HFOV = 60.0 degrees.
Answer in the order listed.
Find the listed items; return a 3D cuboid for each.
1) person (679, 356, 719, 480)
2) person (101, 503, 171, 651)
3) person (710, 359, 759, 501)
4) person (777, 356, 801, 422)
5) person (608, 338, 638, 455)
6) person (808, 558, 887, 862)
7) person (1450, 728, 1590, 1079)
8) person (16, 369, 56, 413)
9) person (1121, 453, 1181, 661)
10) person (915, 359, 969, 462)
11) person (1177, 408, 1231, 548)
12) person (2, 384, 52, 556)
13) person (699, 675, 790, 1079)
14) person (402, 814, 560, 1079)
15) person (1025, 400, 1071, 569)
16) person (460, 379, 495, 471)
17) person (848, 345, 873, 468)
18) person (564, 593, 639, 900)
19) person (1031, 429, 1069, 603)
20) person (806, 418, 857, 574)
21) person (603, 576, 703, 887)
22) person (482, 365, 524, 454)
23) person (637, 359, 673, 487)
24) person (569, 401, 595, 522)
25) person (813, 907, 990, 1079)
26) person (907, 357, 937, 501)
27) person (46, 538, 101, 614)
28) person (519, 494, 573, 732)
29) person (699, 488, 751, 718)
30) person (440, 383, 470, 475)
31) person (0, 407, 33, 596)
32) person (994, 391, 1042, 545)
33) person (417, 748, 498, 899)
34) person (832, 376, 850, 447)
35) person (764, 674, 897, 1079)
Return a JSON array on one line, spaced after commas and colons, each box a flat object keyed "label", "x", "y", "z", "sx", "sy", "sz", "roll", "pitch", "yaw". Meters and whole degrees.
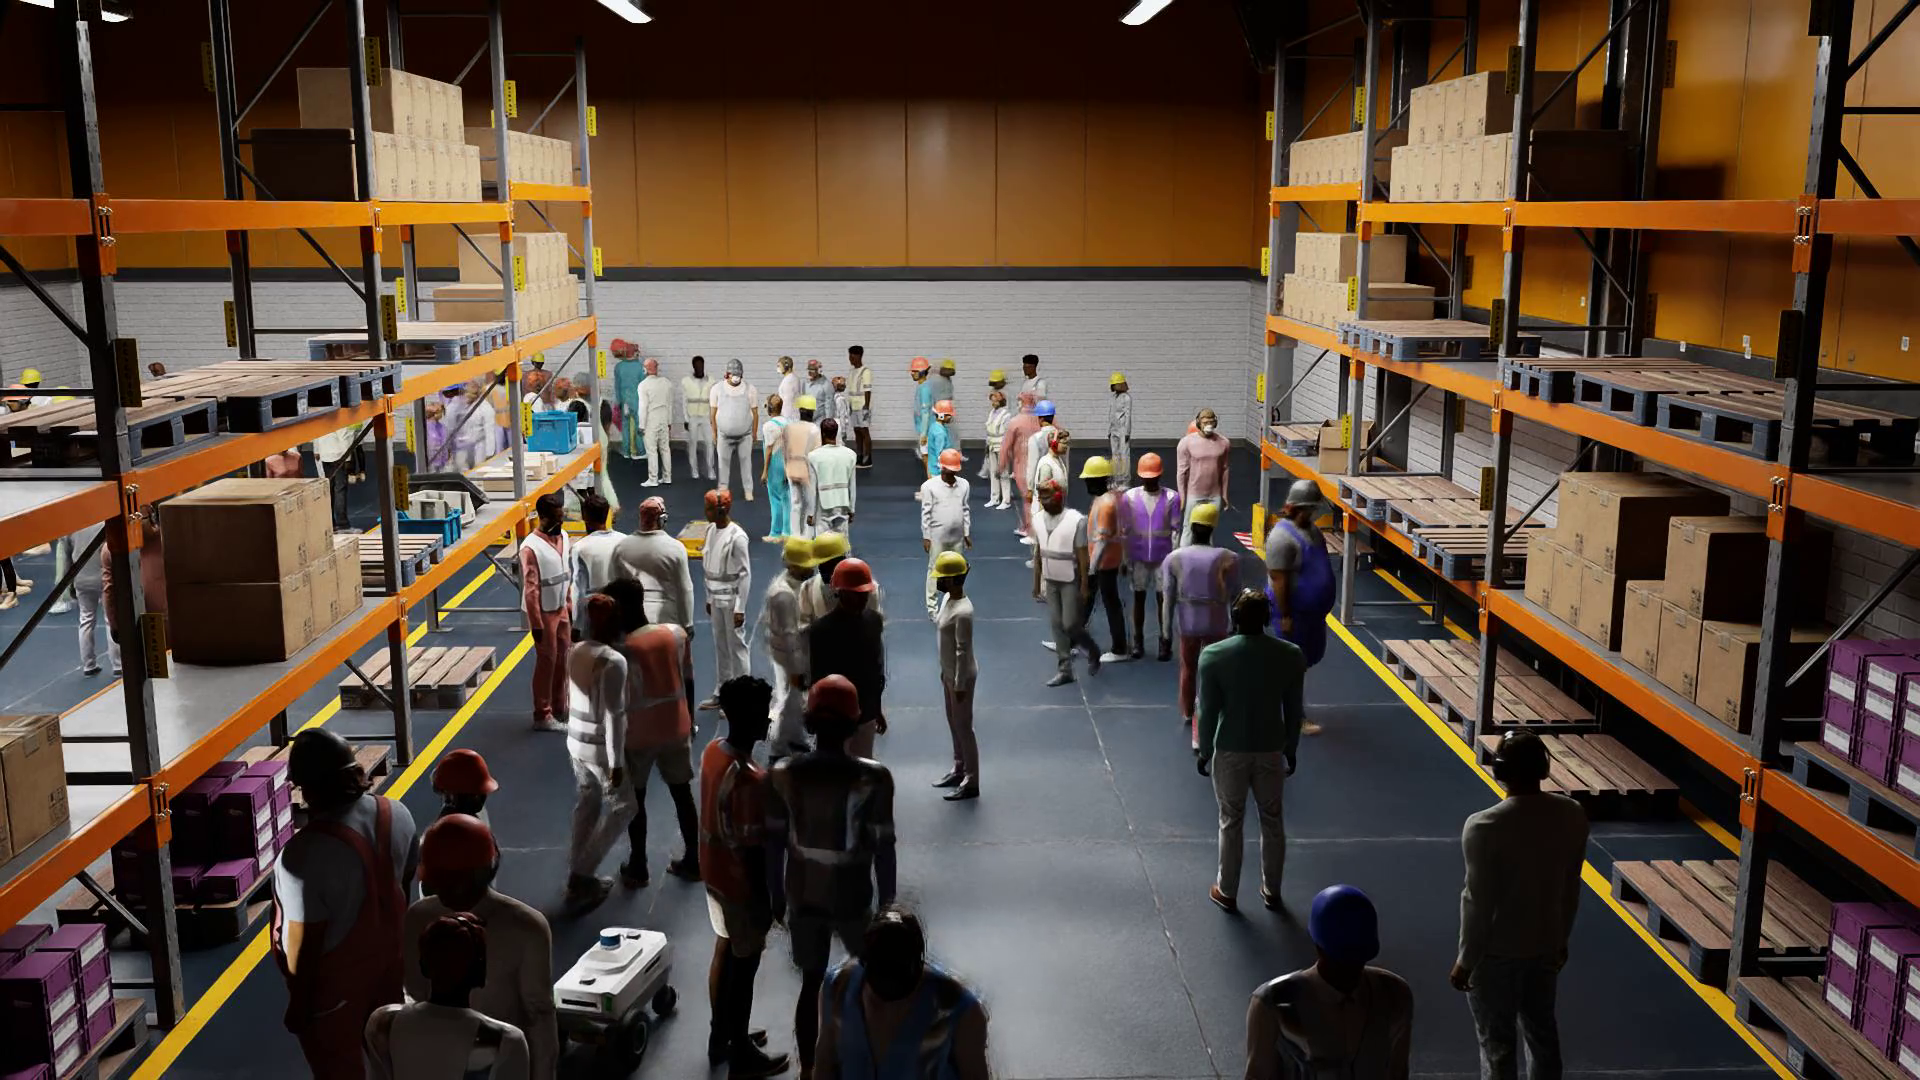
[{"label": "person", "x": -3.937, "y": -1.839, "z": 25.252, "sx": 0.596, "sy": 1.887, "sz": 0.869, "roll": -5, "pitch": 12, "yaw": -24}, {"label": "person", "x": -6.309, "y": 0.609, "z": 12.952, "sx": 0.636, "sy": 1.900, "sz": 0.399, "roll": -4, "pitch": 12, "yaw": -18}, {"label": "person", "x": -3.165, "y": -1.550, "z": 23.403, "sx": 0.680, "sy": 2.000, "sz": 0.535, "roll": -2, "pitch": 11, "yaw": -10}, {"label": "person", "x": -2.545, "y": -1.797, "z": 24.930, "sx": 0.364, "sy": 1.932, "sz": 0.630, "roll": 1, "pitch": 11, "yaw": 5}, {"label": "person", "x": -5.613, "y": -2.377, "z": 27.732, "sx": 0.495, "sy": 1.964, "sz": 0.633, "roll": -4, "pitch": 12, "yaw": -18}, {"label": "person", "x": -0.673, "y": 1.082, "z": 10.319, "sx": 0.395, "sy": 1.993, "sz": 0.616, "roll": 9, "pitch": 14, "yaw": 38}, {"label": "person", "x": 2.376, "y": 1.748, "z": 7.129, "sx": 0.630, "sy": 1.936, "sz": 0.366, "roll": -5, "pitch": 12, "yaw": -23}, {"label": "person", "x": -12.733, "y": -1.410, "z": 22.997, "sx": 0.589, "sy": 1.924, "sz": 0.383, "roll": -2, "pitch": 11, "yaw": -11}, {"label": "person", "x": 1.734, "y": 0.152, "z": 15.176, "sx": 0.547, "sy": 1.926, "sz": 0.391, "roll": 2, "pitch": 11, "yaw": 10}, {"label": "person", "x": -0.317, "y": -2.132, "z": 27.212, "sx": 0.909, "sy": 1.690, "sz": 0.467, "roll": 7, "pitch": 13, "yaw": 33}, {"label": "person", "x": 2.689, "y": -0.492, "z": 18.354, "sx": 0.629, "sy": 1.940, "sz": 0.378, "roll": -3, "pitch": 12, "yaw": -15}, {"label": "person", "x": -11.115, "y": -0.836, "z": 19.817, "sx": 0.370, "sy": 2.044, "sz": 0.608, "roll": -8, "pitch": 14, "yaw": -34}, {"label": "person", "x": -1.038, "y": 1.593, "z": 7.885, "sx": 0.366, "sy": 1.954, "sz": 0.607, "roll": -5, "pitch": 13, "yaw": -25}, {"label": "person", "x": -1.755, "y": 1.936, "z": 6.072, "sx": 0.620, "sy": 1.986, "sz": 0.408, "roll": 3, "pitch": 12, "yaw": 15}, {"label": "person", "x": 0.997, "y": -0.631, "z": 19.054, "sx": 0.610, "sy": 1.938, "sz": 0.411, "roll": -9, "pitch": 14, "yaw": -38}, {"label": "person", "x": -6.459, "y": -1.243, "z": 22.308, "sx": 0.694, "sy": 1.868, "sz": 0.619, "roll": 6, "pitch": 13, "yaw": 27}, {"label": "person", "x": -1.606, "y": -2.135, "z": 26.557, "sx": 0.377, "sy": 1.962, "sz": 0.607, "roll": -7, "pitch": 13, "yaw": -32}, {"label": "person", "x": -2.149, "y": 1.243, "z": 9.859, "sx": 0.476, "sy": 1.857, "sz": 0.608, "roll": -9, "pitch": 15, "yaw": -39}, {"label": "person", "x": 0.951, "y": -0.255, "z": 17.430, "sx": 0.393, "sy": 1.836, "sz": 0.560, "roll": 3, "pitch": 12, "yaw": 17}, {"label": "person", "x": -1.356, "y": -0.339, "z": 17.679, "sx": 0.584, "sy": 1.911, "sz": 0.391, "roll": -8, "pitch": 14, "yaw": -35}, {"label": "person", "x": -1.862, "y": 1.156, "z": 10.078, "sx": 0.650, "sy": 1.942, "sz": 0.430, "roll": -9, "pitch": 14, "yaw": -38}, {"label": "person", "x": -6.742, "y": -1.717, "z": 24.669, "sx": 0.619, "sy": 1.859, "sz": 1.001, "roll": -3, "pitch": 12, "yaw": -17}, {"label": "person", "x": -4.552, "y": -1.738, "z": 24.692, "sx": 0.403, "sy": 1.903, "sz": 0.652, "roll": 8, "pitch": 14, "yaw": 35}, {"label": "person", "x": -4.805, "y": -0.931, "z": 21.163, "sx": 0.322, "sy": 1.698, "sz": 0.533, "roll": 4, "pitch": 12, "yaw": 18}, {"label": "person", "x": -0.163, "y": 2.064, "z": 5.953, "sx": 0.652, "sy": 1.792, "sz": 0.973, "roll": 6, "pitch": 13, "yaw": 26}, {"label": "person", "x": -0.532, "y": -1.567, "z": 23.525, "sx": 0.428, "sy": 2.032, "sz": 0.608, "roll": 0, "pitch": 11, "yaw": -1}, {"label": "person", "x": -9.103, "y": -0.155, "z": 16.956, "sx": 0.485, "sy": 1.817, "sz": 0.913, "roll": 2, "pitch": 11, "yaw": 8}, {"label": "person", "x": -3.251, "y": 0.568, "z": 13.134, "sx": 0.397, "sy": 1.908, "sz": 0.599, "roll": 3, "pitch": 12, "yaw": 15}, {"label": "person", "x": -1.902, "y": 0.502, "z": 13.505, "sx": 0.358, "sy": 1.885, "sz": 0.574, "roll": -8, "pitch": 14, "yaw": -36}, {"label": "person", "x": -6.828, "y": -1.259, "z": 22.265, "sx": 0.702, "sy": 1.909, "sz": 0.629, "roll": -1, "pitch": 11, "yaw": -4}, {"label": "person", "x": -10.207, "y": -0.432, "z": 17.800, "sx": 0.535, "sy": 2.000, "sz": 0.684, "roll": -7, "pitch": 13, "yaw": -30}, {"label": "person", "x": 0.779, "y": -0.901, "z": 20.569, "sx": 0.676, "sy": 1.861, "sz": 0.848, "roll": -8, "pitch": 14, "yaw": -35}, {"label": "person", "x": -2.227, "y": 1.770, "z": 7.516, "sx": 0.375, "sy": 1.741, "sz": 0.569, "roll": 1, "pitch": 11, "yaw": 7}, {"label": "person", "x": -1.808, "y": -1.615, "z": 24.740, "sx": 0.308, "sy": 1.639, "sz": 0.524, "roll": -5, "pitch": 12, "yaw": -23}, {"label": "person", "x": -0.569, "y": 1.616, "z": 7.595, "sx": 0.687, "sy": 2.014, "sz": 0.521, "roll": 3, "pitch": 12, "yaw": 16}]
